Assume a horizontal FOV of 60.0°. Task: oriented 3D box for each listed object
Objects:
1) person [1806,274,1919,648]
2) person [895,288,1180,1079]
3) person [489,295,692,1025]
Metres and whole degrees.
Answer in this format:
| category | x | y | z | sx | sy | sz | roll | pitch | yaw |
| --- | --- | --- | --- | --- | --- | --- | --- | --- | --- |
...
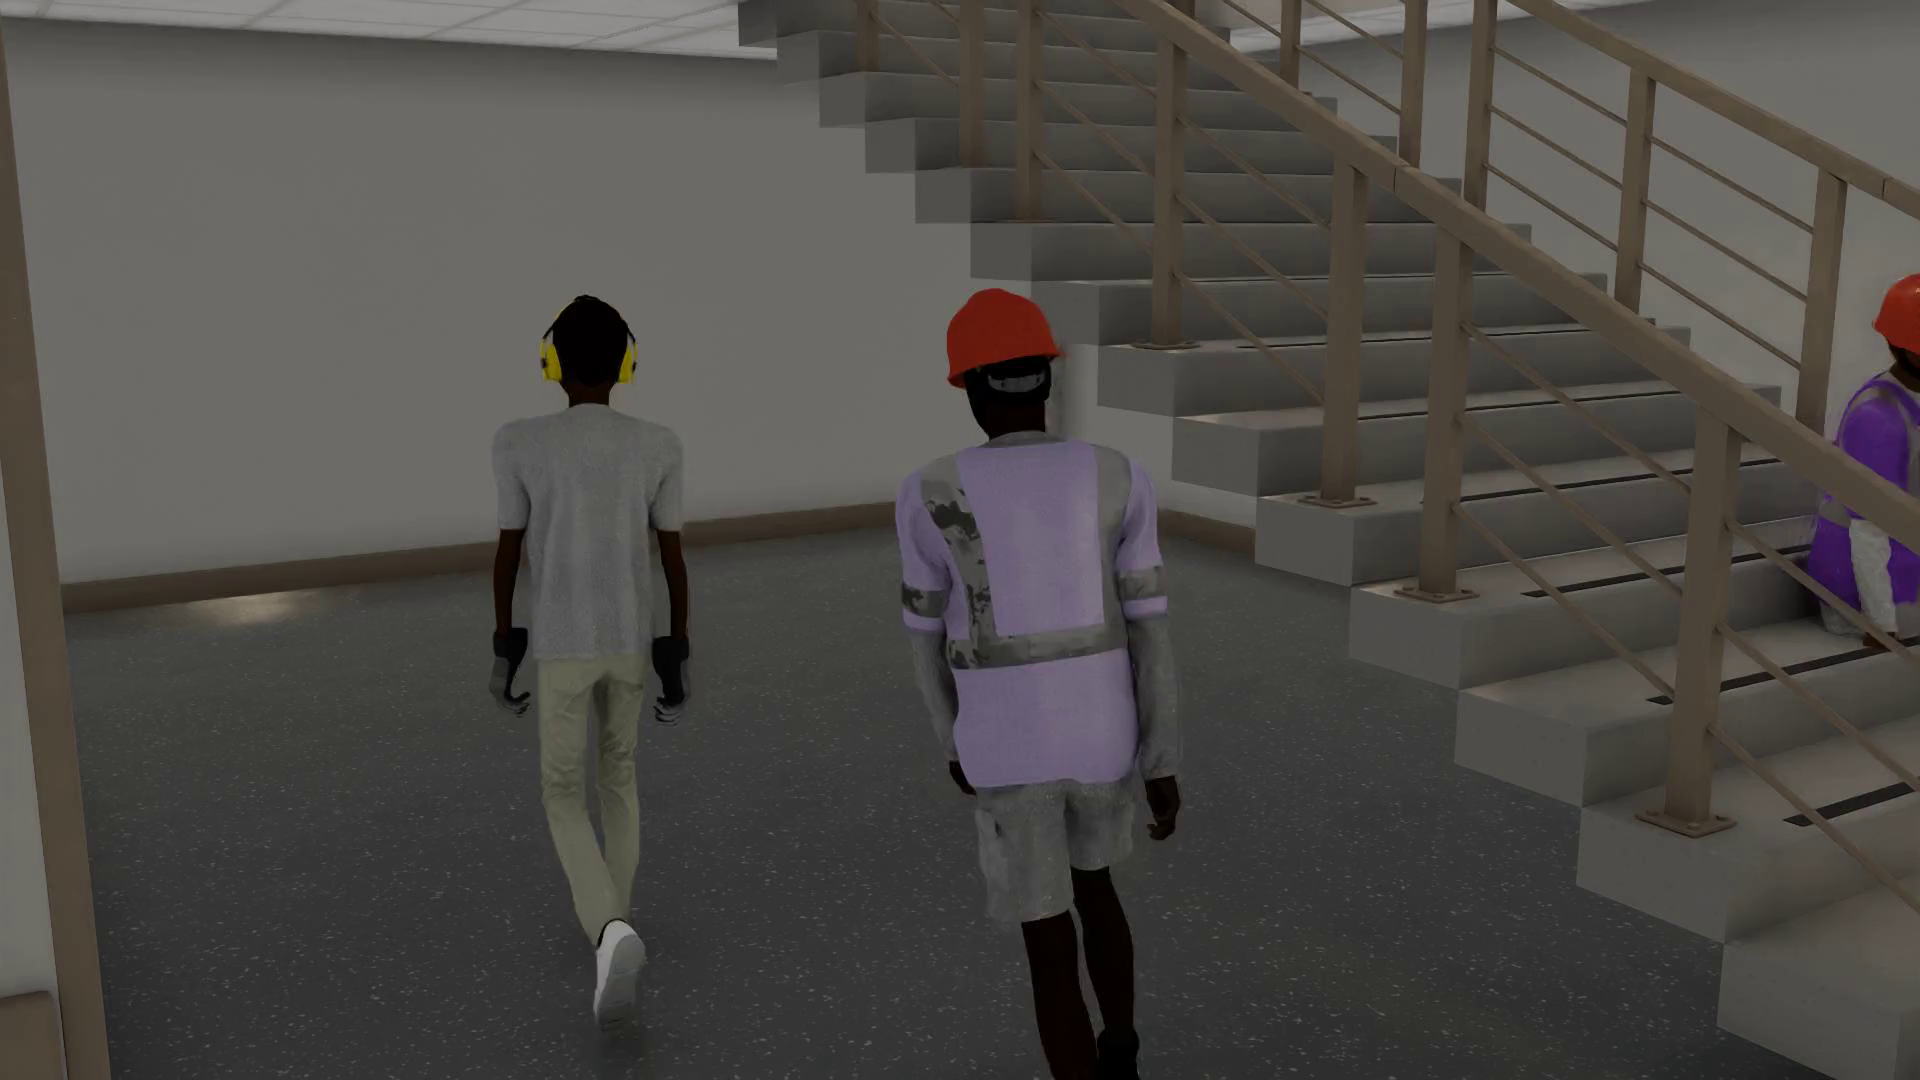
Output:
| category | x | y | z | sx | sy | sz | roll | pitch | yaw |
| --- | --- | --- | --- | --- | --- | --- | --- | --- | --- |
| person | 2.762 | 0.135 | 5.052 | 0.485 | 1.885 | 0.706 | 7 | 13 | 33 |
| person | 0.158 | 0.437 | 3.460 | 0.544 | 1.876 | 0.766 | -2 | 11 | -13 |
| person | -0.940 | 0.296 | 4.318 | 0.517 | 1.845 | 0.763 | -5 | 12 | -26 |
